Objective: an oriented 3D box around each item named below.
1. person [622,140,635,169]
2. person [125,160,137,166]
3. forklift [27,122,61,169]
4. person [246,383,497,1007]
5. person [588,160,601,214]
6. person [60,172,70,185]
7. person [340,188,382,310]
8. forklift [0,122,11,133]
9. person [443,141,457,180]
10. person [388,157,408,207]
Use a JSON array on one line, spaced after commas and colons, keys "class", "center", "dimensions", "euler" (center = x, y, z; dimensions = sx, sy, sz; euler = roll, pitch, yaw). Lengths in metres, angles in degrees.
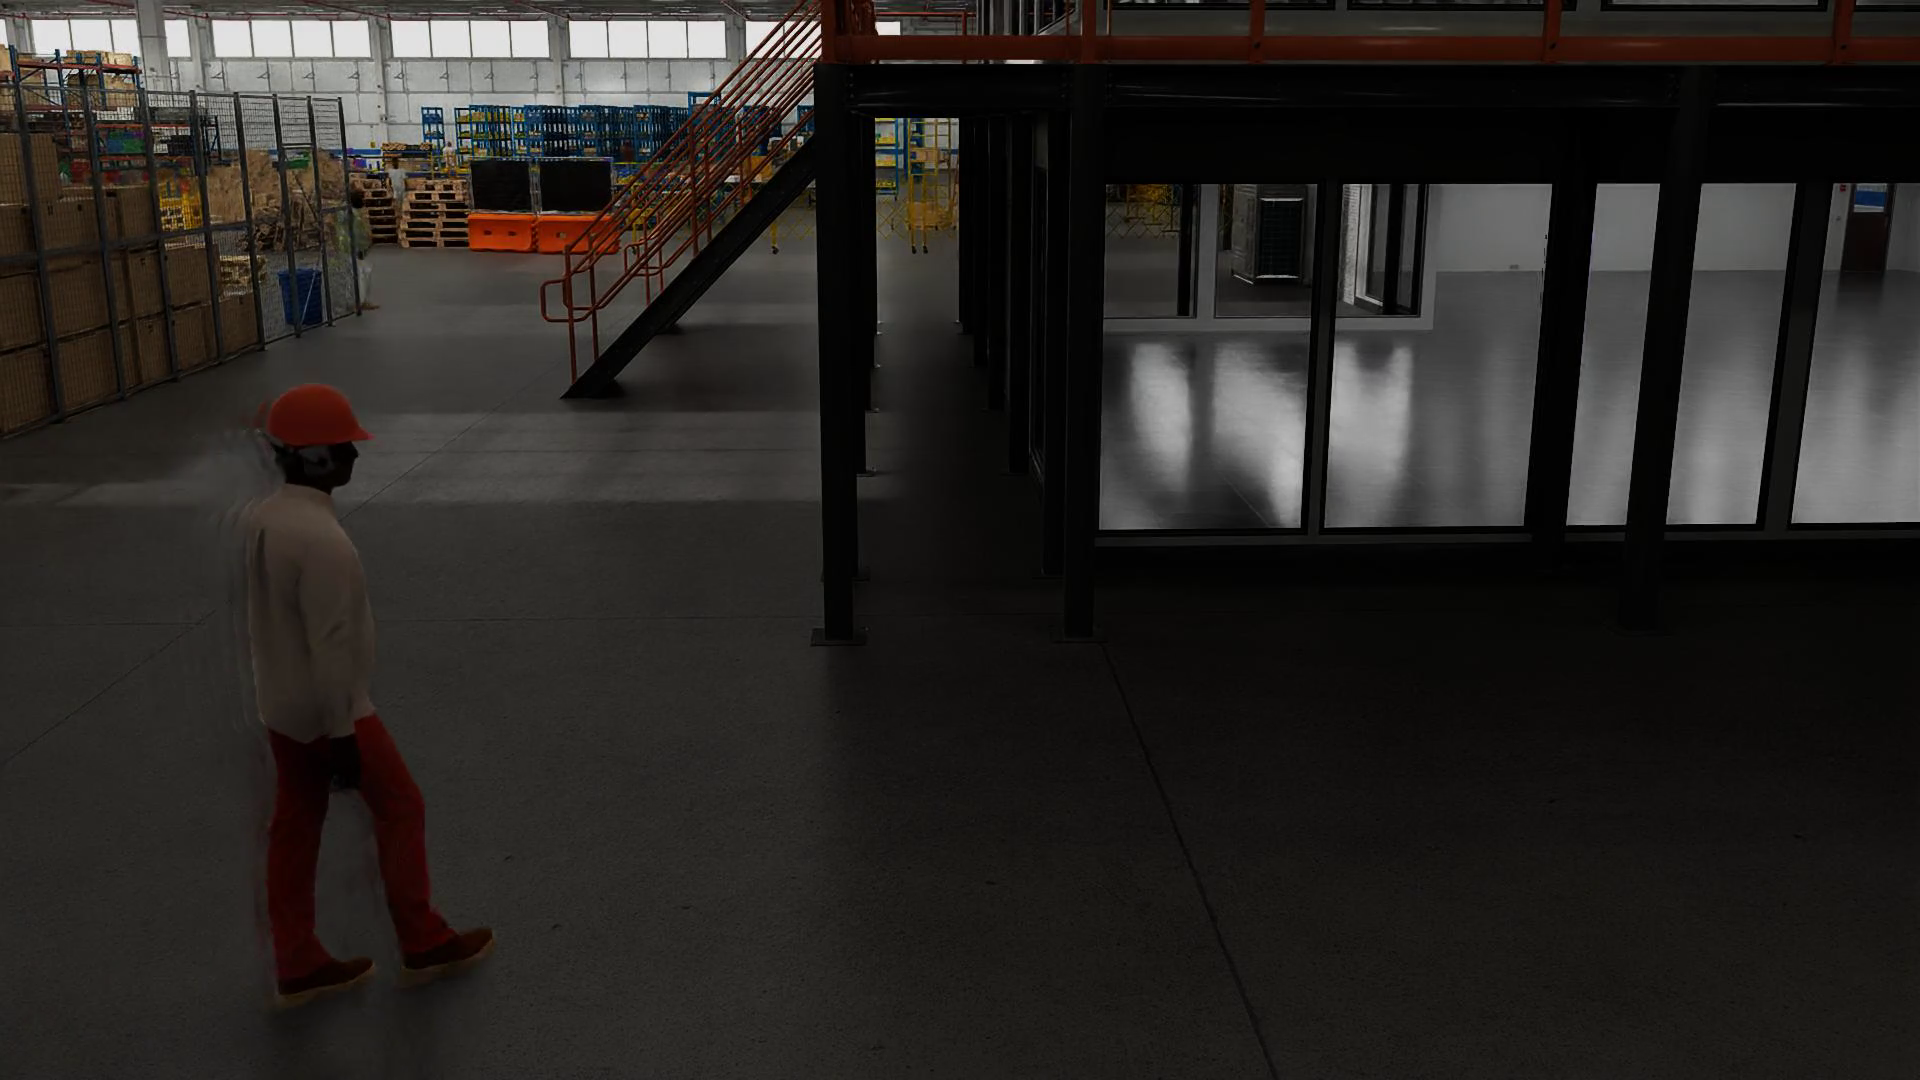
[{"class": "person", "center": [-16.543, -18.942, 82.984], "dimensions": [0.598, 1.925, 1.017], "euler": [-4, 15, -14]}, {"class": "person", "center": [-34.890, -15.566, 70.077], "dimensions": [0.278, 1.633, 0.498], "euler": [13, 19, 42]}, {"class": "forklift", "center": [-35.376, -14.773, 64.377], "dimensions": [1.129, 2.768, 1.873], "euler": [-1, 14, -2]}, {"class": "person", "center": [-1.872, 0.480, 5.247], "dimensions": [0.807, 1.968, 0.646], "euler": [-12, 19, -40]}, {"class": "person", "center": [-10.141, -9.647, 46.166], "dimensions": [0.327, 1.760, 0.524], "euler": [-5, 15, -18]}, {"class": "person", "center": [-20.484, -7.642, 37.581], "dimensions": [0.679, 2.000, 0.537], "euler": [-1, 14, -4]}, {"class": "person", "center": [-8.938, -4.317, 24.772], "dimensions": [0.646, 1.803, 0.648], "euler": [0, 14, 1]}, {"class": "forklift", "center": [-38.351, -15.301, 66.489], "dimensions": [1.129, 2.768, 1.873], "euler": [-1, 14, -3]}, {"class": "person", "center": [-25.107, -18.672, 81.937], "dimensions": [0.652, 1.906, 0.402], "euler": [0, 14, 2]}, {"class": "person", "center": [-15.913, -9.932, 47.166], "dimensions": [0.525, 1.841, 0.875], "euler": [-2, 14, -6]}]
